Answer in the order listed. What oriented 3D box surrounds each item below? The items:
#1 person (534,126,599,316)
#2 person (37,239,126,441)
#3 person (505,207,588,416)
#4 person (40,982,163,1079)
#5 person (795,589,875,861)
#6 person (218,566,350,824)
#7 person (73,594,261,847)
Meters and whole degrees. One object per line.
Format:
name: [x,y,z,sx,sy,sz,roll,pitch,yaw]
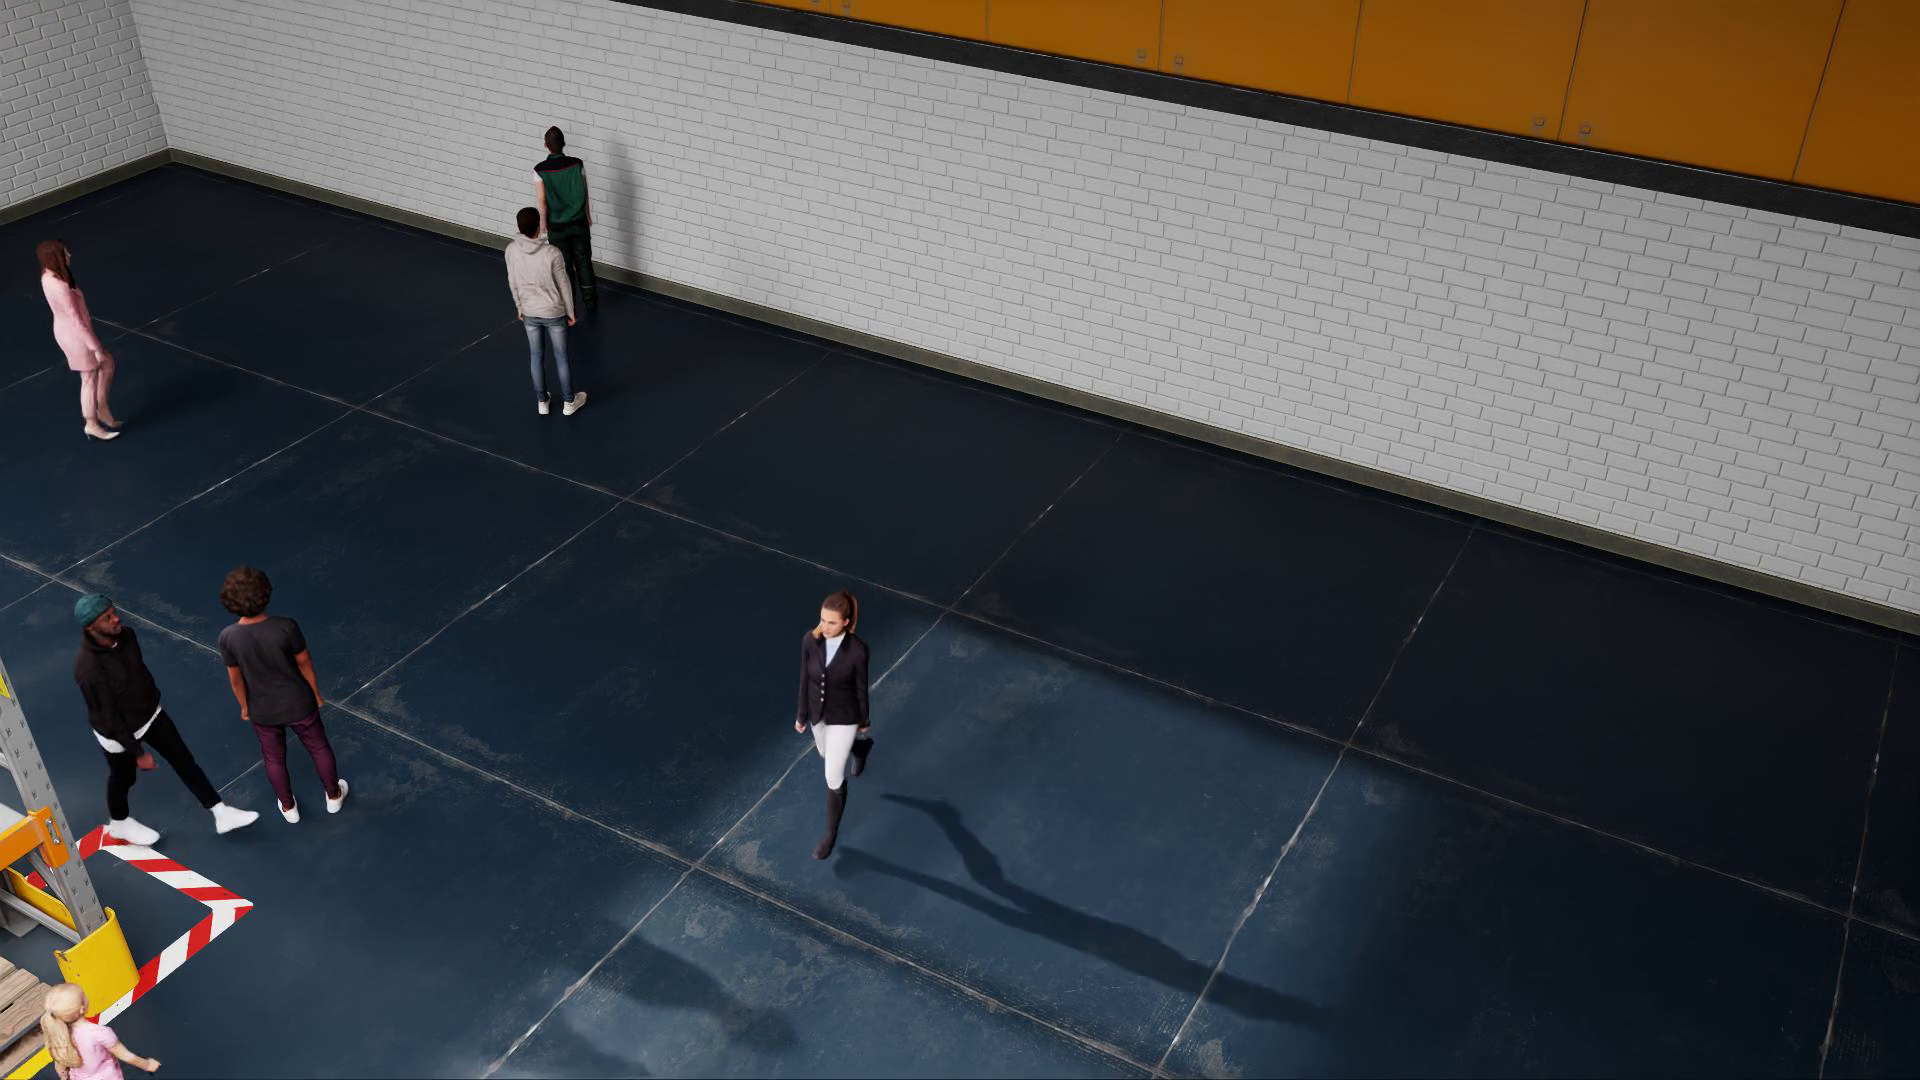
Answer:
person: [-3.710,-3.014,15.681,0.719,1.843,0.806,-14,36,-20]
person: [-7.287,-1.578,13.573,0.753,1.786,0.742,-23,40,-31]
person: [-3.525,-1.928,14.039,0.750,1.853,0.734,2,34,3]
person: [-4.052,2.610,7.765,0.643,1.240,0.938,9,35,14]
person: [-0.701,0.999,9.771,0.651,1.703,1.139,13,36,19]
person: [-4.022,0.920,9.816,0.706,1.784,0.782,-11,35,-17]
person: [-4.871,1.076,9.591,0.984,1.775,1.184,6,34,10]
